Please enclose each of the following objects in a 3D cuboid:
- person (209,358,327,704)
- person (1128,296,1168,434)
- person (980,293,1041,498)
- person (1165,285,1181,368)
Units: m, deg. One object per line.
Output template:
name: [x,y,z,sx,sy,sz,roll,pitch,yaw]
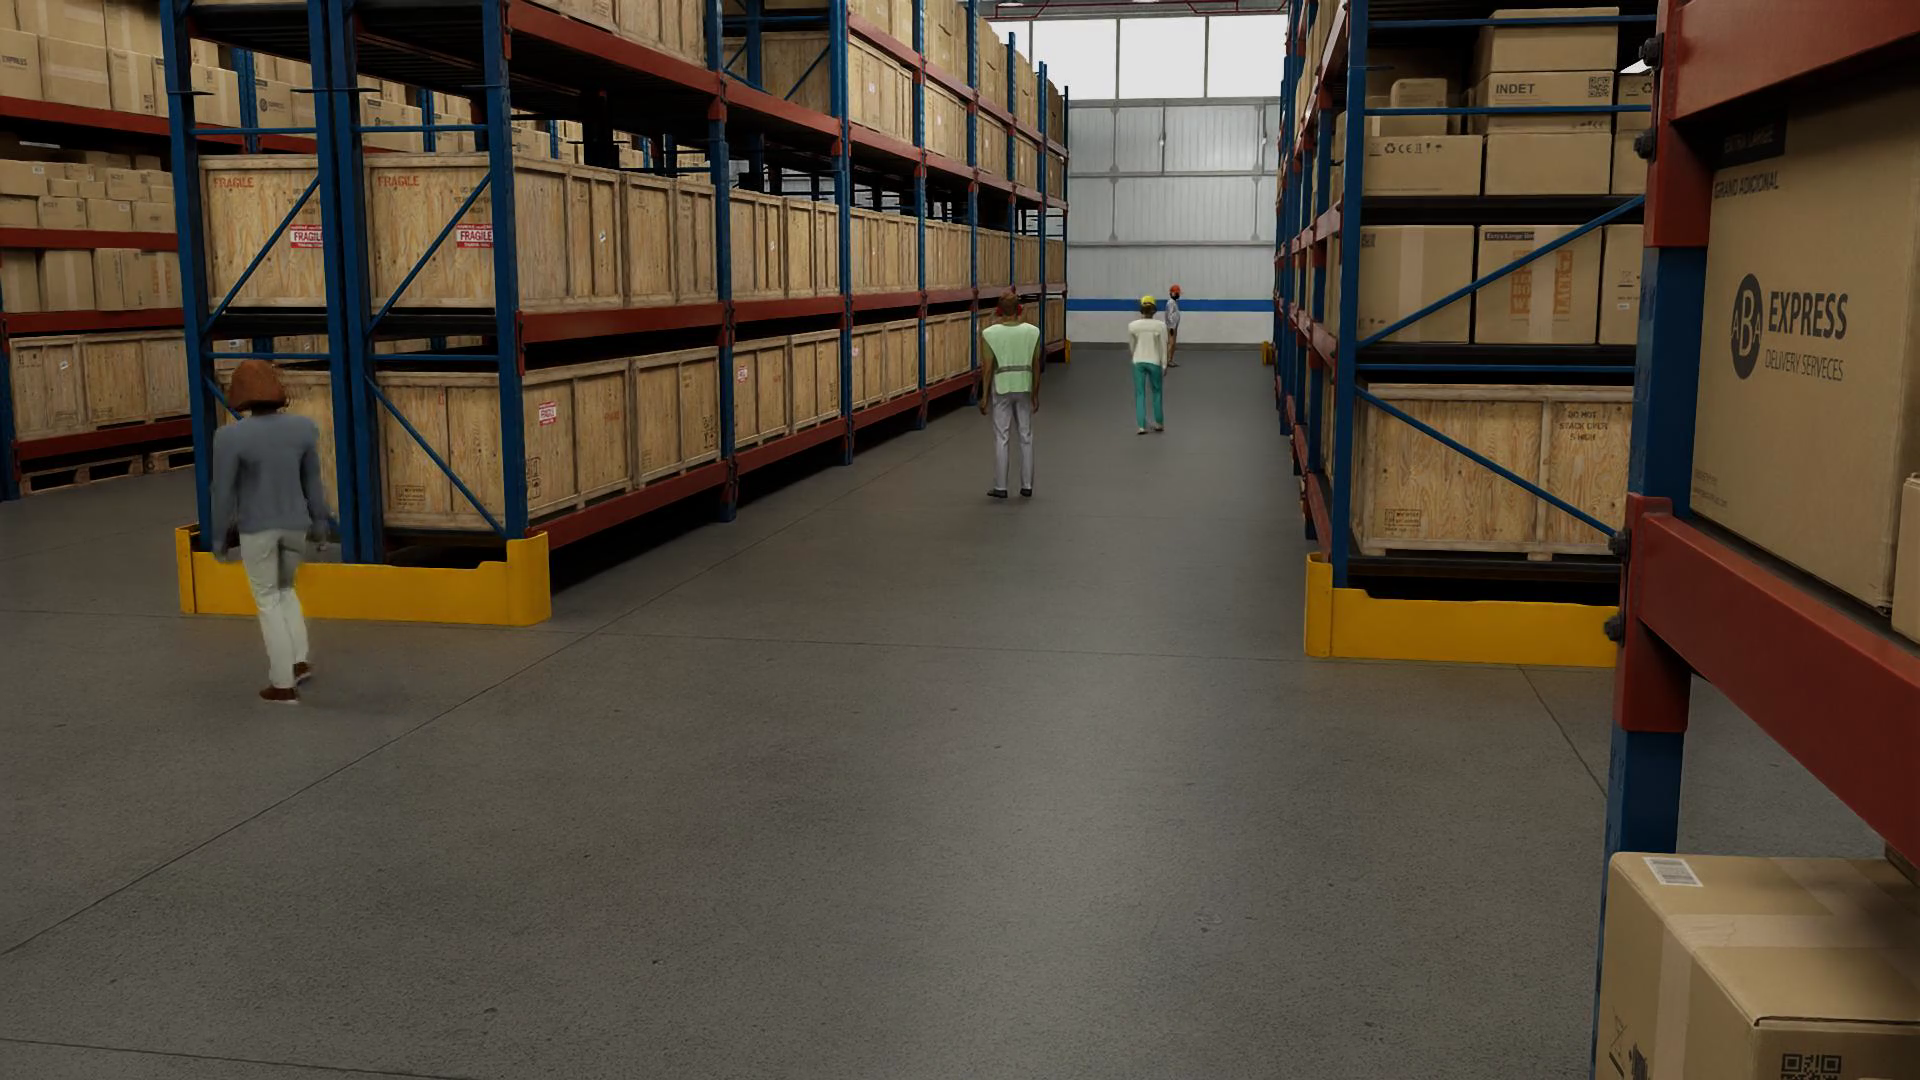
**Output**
person: [-3.250,-0.039,7.800,0.387,1.615,0.531,7,11,36]
person: [2.379,-2.204,20.957,0.514,1.713,0.877,2,9,15]
person: [0.458,-1.288,14.903,0.564,1.837,0.388,-3,10,-19]
person: [4.524,-4.536,35.318,0.334,1.750,0.564,3,9,15]
